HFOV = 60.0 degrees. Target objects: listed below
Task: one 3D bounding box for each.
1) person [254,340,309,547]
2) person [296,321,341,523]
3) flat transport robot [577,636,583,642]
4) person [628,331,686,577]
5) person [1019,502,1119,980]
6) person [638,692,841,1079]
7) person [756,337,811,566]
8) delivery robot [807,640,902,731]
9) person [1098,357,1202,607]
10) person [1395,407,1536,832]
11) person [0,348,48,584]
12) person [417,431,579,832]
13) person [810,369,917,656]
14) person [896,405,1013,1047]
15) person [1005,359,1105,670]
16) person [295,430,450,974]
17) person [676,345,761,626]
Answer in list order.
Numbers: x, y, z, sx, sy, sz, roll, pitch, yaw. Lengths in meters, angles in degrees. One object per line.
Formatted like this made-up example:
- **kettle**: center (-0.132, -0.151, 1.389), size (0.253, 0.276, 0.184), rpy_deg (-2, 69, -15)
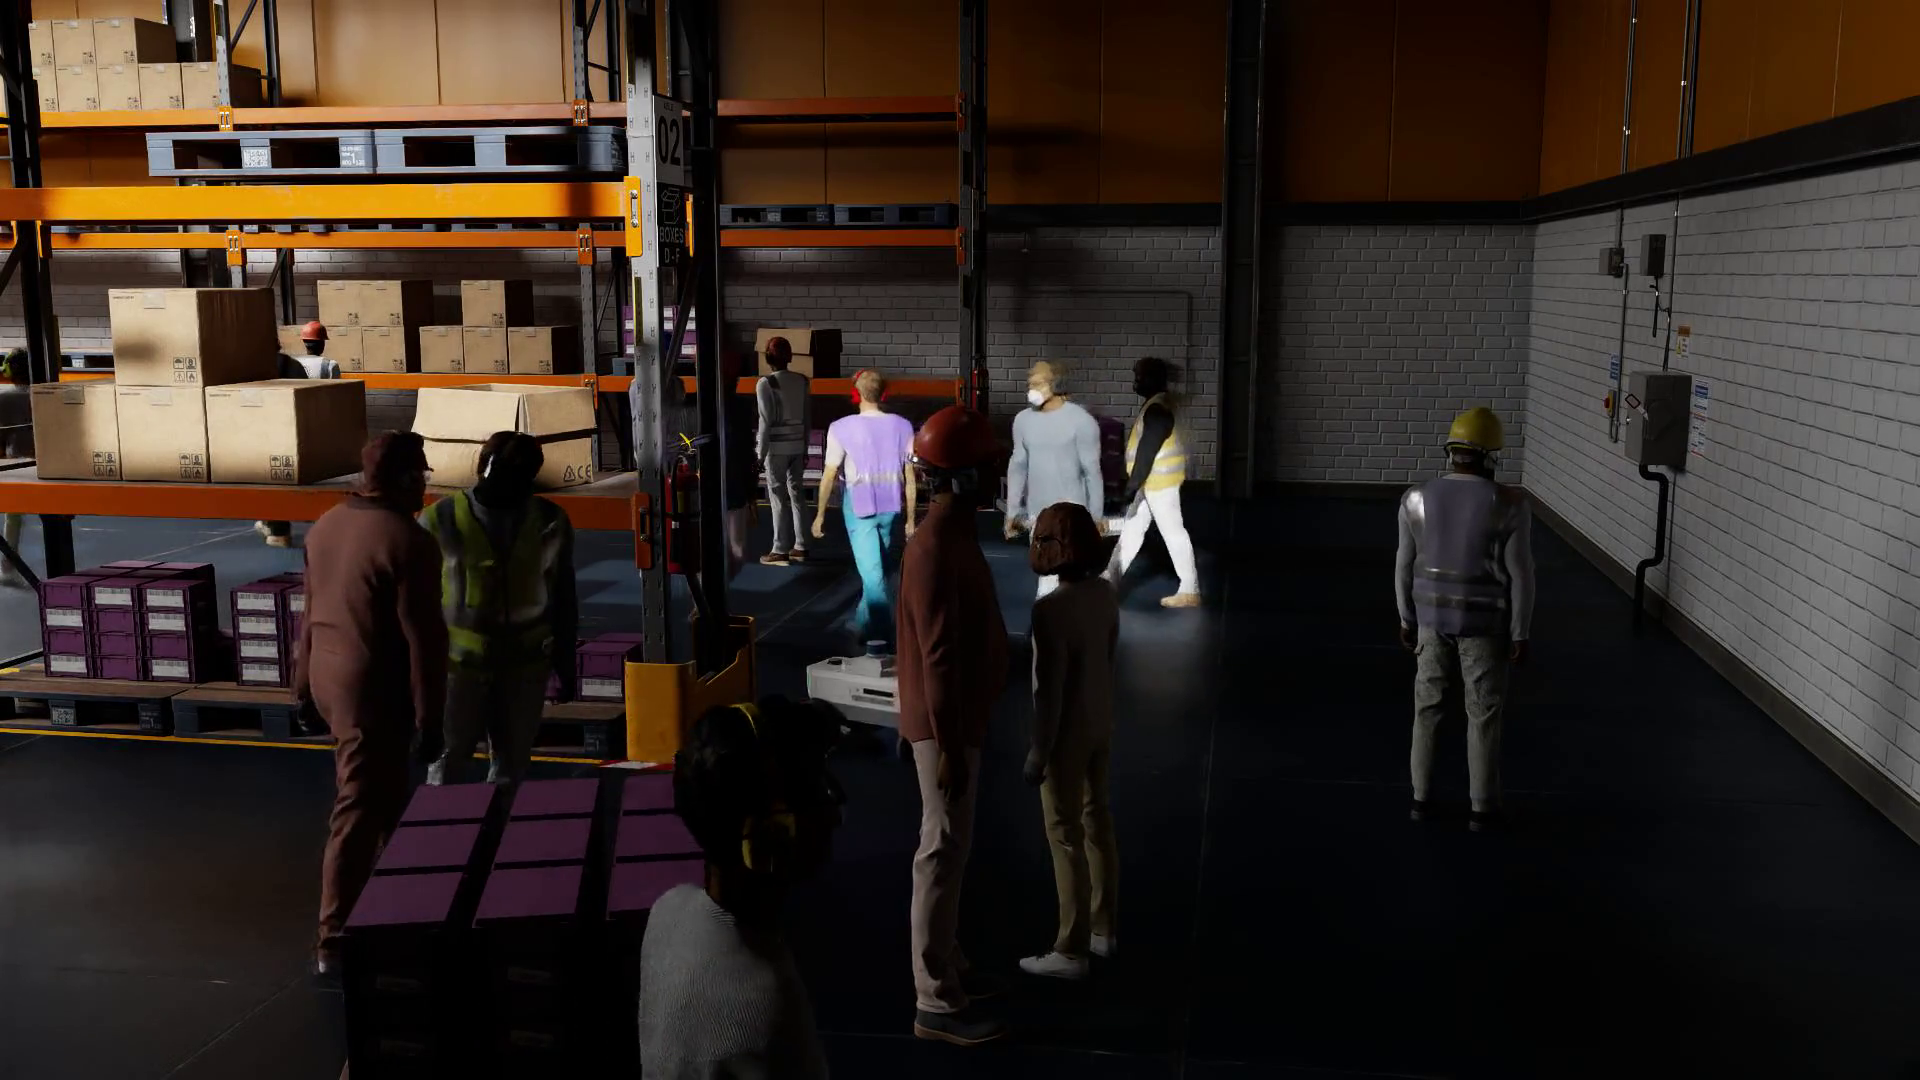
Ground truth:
- **person**: center (-6.202, -0.976, 14.743), size (0.935, 2.000, 0.707), rpy_deg (7, 11, 37)
- **person**: center (-6.159, -1.126, 15.990), size (0.545, 1.938, 0.355), rpy_deg (1, 9, 5)
- **flat transport robot**: center (-3.123, 0.633, 10.231), size (1.431, 0.197, 0.652), rpy_deg (2, 9, 10)
- **person**: center (-2.349, -0.668, 13.109), size (0.394, 1.949, 0.602), rpy_deg (5, 10, 29)
- **person**: center (0.379, 0.683, 5.706), size (0.267, 1.632, 0.507), rpy_deg (6, 11, 33)
- **person**: center (-0.338, 1.126, 2.405), size (0.991, 1.835, 0.525), rpy_deg (-3, 10, -20)
- **person**: center (-1.455, -0.731, 13.702), size (0.337, 1.882, 0.583), rpy_deg (7, 12, 39)
- **delivery robot**: center (-0.415, 0.747, 8.355), size (0.707, 0.478, 0.477), rpy_deg (6, 11, 31)
- **person**: center (1.315, -0.405, 11.942), size (0.946, 1.789, 0.645), rpy_deg (1, 9, 4)
- **person**: center (2.194, 0.340, 7.222), size (0.600, 1.829, 0.404), rpy_deg (7, 11, 37)
- **person**: center (-7.125, -0.538, 12.668), size (0.924, 1.825, 0.566), rpy_deg (7, 11, 36)
- **person**: center (-1.798, 0.483, 6.438), size (0.678, 1.814, 0.435), rpy_deg (-5, 10, -28)
- **person**: center (-0.611, -0.160, 10.397), size (0.595, 1.799, 0.920), rpy_deg (-6, 11, -32)
- **person**: center (-0.015, 0.574, 5.259), size (0.373, 1.997, 0.616), rpy_deg (0, 9, 3)
- **person**: center (0.589, -0.178, 10.309), size (0.663, 1.881, 1.050), rpy_deg (8, 12, 42)
- **person**: center (-2.001, 0.549, 5.889), size (0.678, 1.858, 0.806), rpy_deg (8, 12, 40)
- **person**: center (-1.588, -0.254, 10.555), size (0.770, 1.957, 0.634), rpy_deg (8, 12, 41)
